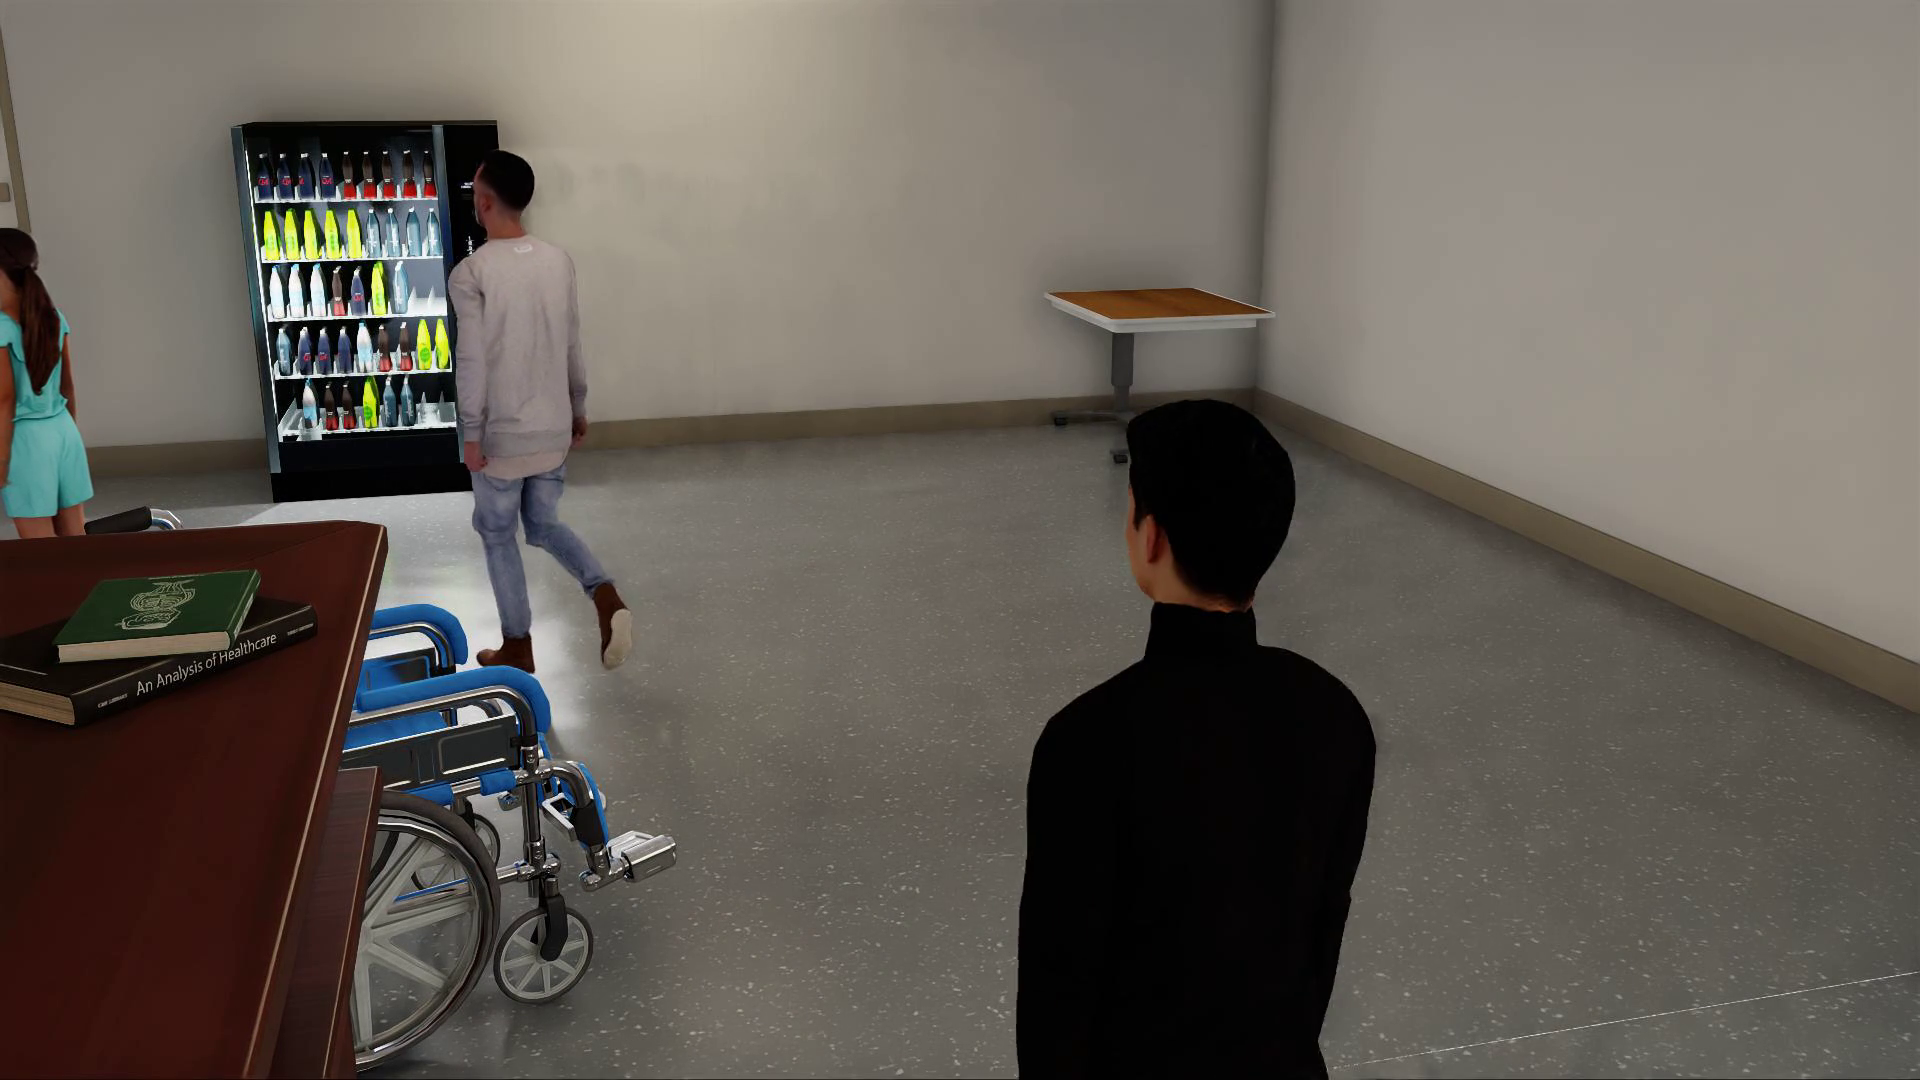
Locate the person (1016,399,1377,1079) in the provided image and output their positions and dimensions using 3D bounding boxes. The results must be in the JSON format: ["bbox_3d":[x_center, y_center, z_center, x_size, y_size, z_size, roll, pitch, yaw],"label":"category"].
[{"bbox_3d":[0.305,0.697,2.031,0.567,1.716,0.767,-7,17,-24],"label":"person"}]

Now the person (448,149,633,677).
[{"bbox_3d":[-1.428,-0.376,5.632,1.075,1.826,1.038,11,19,33],"label":"person"}]

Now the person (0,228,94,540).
[{"bbox_3d":[-3.339,-0.344,6.013,0.670,1.558,0.639,4,16,15],"label":"person"}]
